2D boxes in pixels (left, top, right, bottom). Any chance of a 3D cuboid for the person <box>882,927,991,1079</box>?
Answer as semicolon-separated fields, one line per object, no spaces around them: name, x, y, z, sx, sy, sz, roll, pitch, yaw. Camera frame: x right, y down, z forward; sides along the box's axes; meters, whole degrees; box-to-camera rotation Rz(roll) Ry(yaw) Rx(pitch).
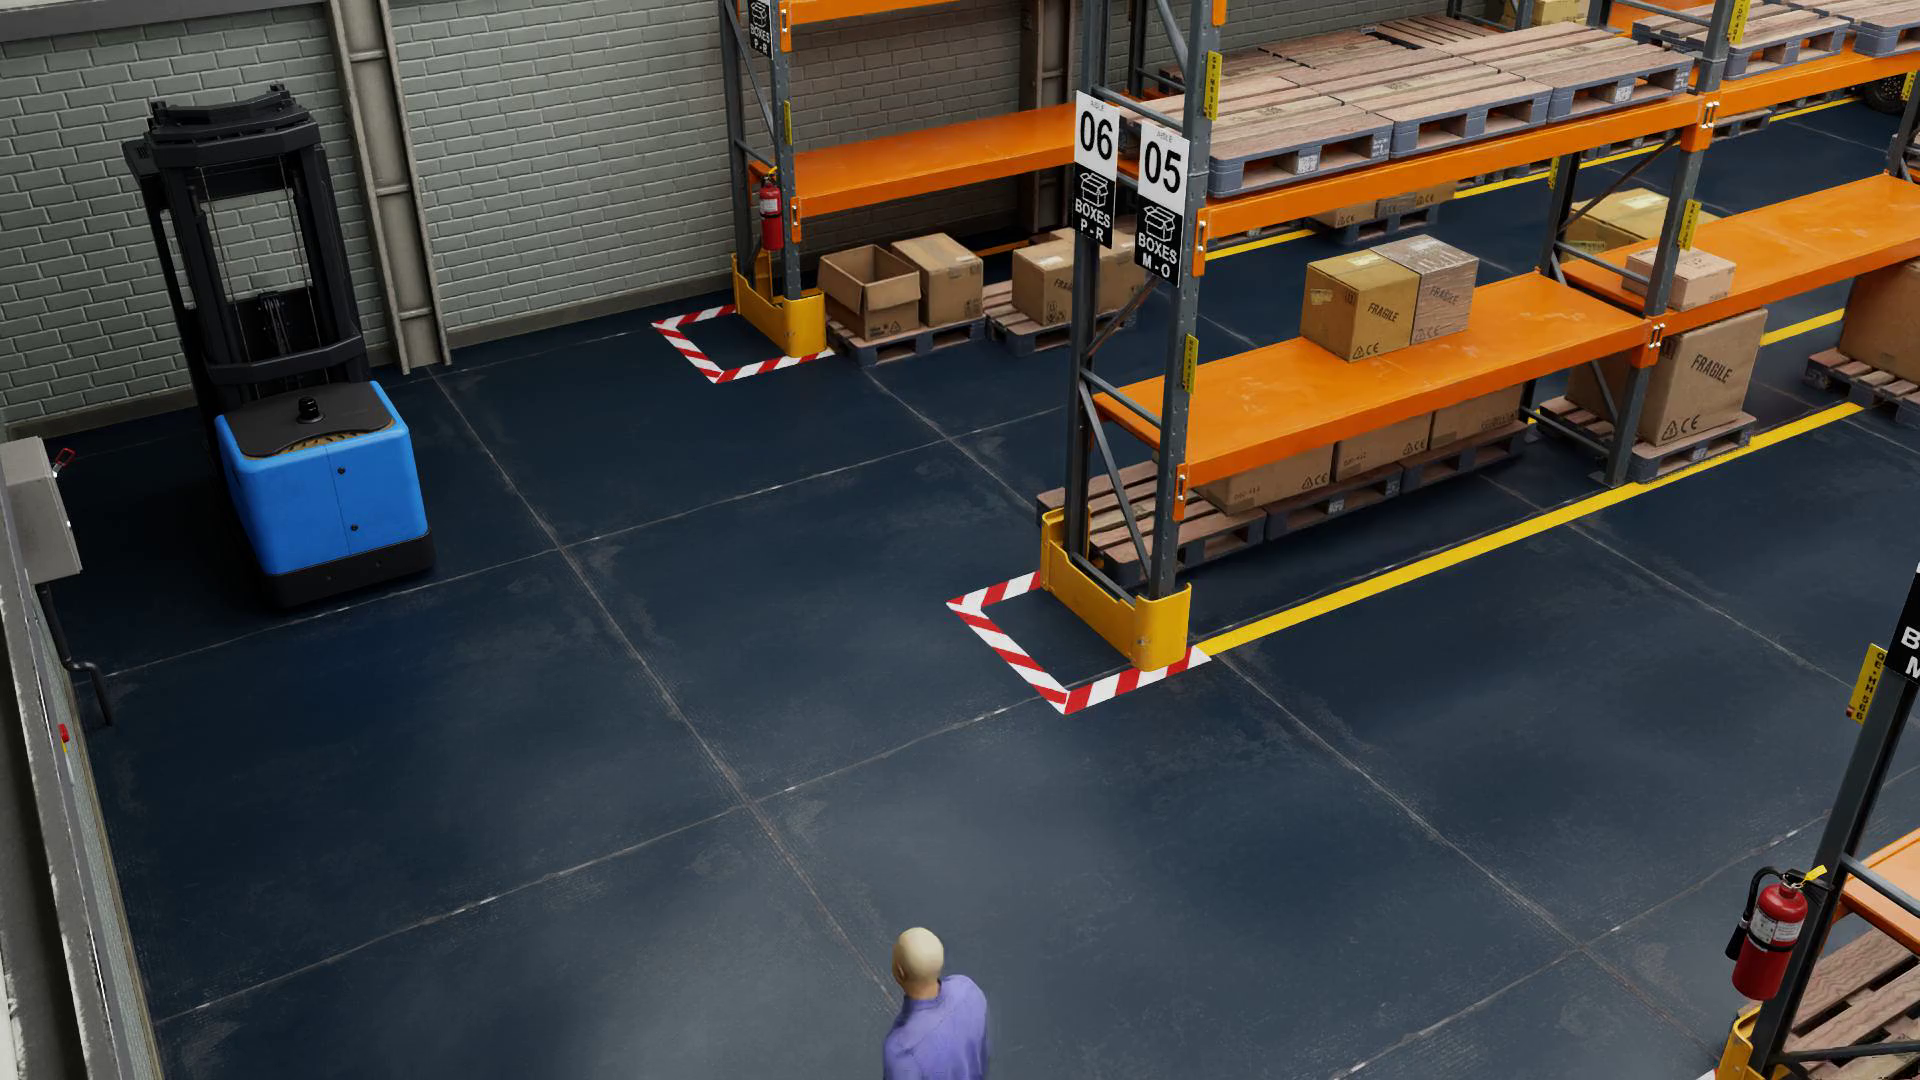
person;-0.087;2.156;6.066;0.965;1.735;0.661;24;39;34

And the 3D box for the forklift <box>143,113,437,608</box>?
forklift;-4.289;-1.259;10.509;1.129;2.768;1.873;-17;36;-26

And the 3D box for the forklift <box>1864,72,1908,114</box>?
forklift;11.468;-5.645;18.244;1.214;2.155;2.313;-17;36;-26
